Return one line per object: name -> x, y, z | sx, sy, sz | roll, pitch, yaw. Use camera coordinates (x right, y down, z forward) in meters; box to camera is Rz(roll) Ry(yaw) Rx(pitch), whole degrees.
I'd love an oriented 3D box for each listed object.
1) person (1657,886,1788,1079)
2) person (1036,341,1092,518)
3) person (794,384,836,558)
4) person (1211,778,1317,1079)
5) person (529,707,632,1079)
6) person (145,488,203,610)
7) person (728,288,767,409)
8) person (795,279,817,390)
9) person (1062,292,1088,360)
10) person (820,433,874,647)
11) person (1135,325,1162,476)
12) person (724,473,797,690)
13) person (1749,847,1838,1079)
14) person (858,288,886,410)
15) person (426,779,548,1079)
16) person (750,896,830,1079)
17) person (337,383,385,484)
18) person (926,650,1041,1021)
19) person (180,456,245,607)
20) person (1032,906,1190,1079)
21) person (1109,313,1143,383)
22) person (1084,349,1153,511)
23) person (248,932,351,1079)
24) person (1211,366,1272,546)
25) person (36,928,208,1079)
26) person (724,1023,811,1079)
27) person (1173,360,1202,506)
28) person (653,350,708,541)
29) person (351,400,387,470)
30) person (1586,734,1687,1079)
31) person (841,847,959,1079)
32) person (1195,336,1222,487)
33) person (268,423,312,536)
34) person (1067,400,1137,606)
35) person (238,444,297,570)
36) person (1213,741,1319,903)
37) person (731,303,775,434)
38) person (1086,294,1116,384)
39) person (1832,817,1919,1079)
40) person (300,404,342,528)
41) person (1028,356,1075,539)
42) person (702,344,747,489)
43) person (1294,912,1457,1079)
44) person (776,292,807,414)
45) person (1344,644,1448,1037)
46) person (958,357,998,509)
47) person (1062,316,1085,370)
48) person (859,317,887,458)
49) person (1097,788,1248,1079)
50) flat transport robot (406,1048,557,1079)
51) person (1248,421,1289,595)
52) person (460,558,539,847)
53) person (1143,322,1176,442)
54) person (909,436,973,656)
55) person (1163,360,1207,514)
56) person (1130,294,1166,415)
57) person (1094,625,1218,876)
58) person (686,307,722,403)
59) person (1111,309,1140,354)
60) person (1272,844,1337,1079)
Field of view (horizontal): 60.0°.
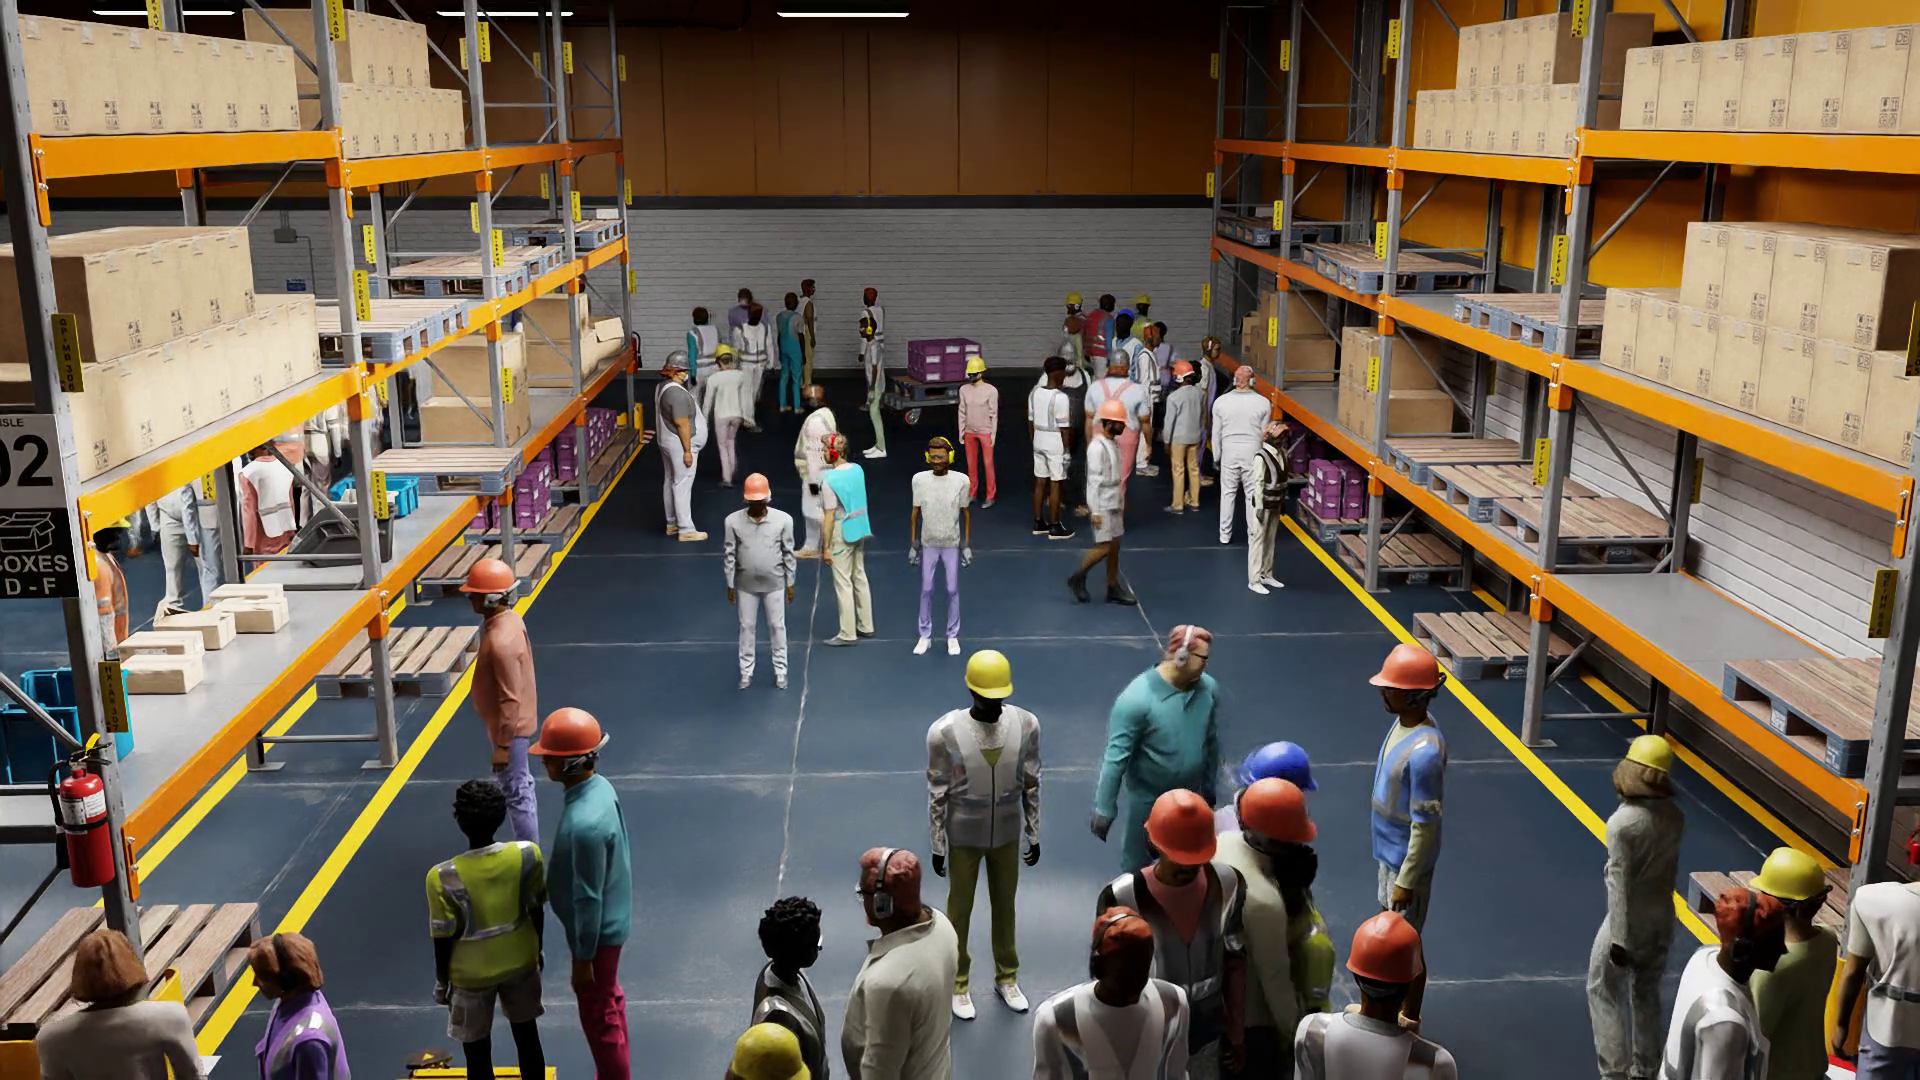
person -> 2.627, 2.088, 5.862 | 0.355, 1.877, 0.577 | 5, 15, 20
person -> 1.256, -1.278, 18.735 | 0.678, 2.000, 1.009 | -10, 17, -34
person -> -1.399, -0.677, 16.810 | 0.639, 1.824, 0.632 | 1, 14, 6
person -> 1.131, 1.846, 6.653 | 0.436, 1.963, 0.661 | -2, 14, -7
person -> -1.623, 1.680, 7.246 | 0.397, 1.989, 0.618 | -3, 15, -11
person -> -6.777, -0.151, 14.590 | 0.641, 1.905, 0.401 | -6, 16, -23
person -> -3.241, -2.878, 25.322 | 0.636, 1.888, 1.004 | 1, 14, 5
person -> -2.521, -3.348, 27.250 | 0.373, 1.843, 0.572 | -6, 16, -24
person -> 1.759, -2.880, 25.455 | 0.403, 1.826, 0.593 | -2, 14, -9
person -> -0.977, -0.001, 14.155 | 0.406, 1.831, 0.578 | 7, 16, 26
person -> 2.368, -1.760, 20.937 | 0.341, 1.883, 0.587 | 2, 15, 10
person -> -1.566, 0.325, 13.039 | 0.570, 1.743, 0.351 | -1, 14, -2
person -> 3.120, 2.017, 6.375 | 0.525, 1.754, 0.341 | -11, 18, -37
person -> -1.352, -2.926, 25.518 | 0.354, 1.883, 0.573 | 9, 17, 31
person -> -2.024, 1.838, 7.185 | 0.538, 1.699, 0.317 | -12, 18, -38
person -> -0.638, 2.108, 6.146 | 0.319, 1.694, 0.532 | -1, 14, -3
person -> -6.830, -1.250, 18.873 | 0.854, 1.924, 0.608 | 6, 15, 22
person -> 0.128, 1.454, 8.260 | 0.586, 1.920, 0.396 | -4, 15, -16
person -> -6.419, -0.094, 14.362 | 0.396, 1.908, 0.600 | 9, 17, 31
person -> 0.514, 2.123, 5.719 | 0.576, 1.876, 0.351 | -5, 15, -17
person -> 2.171, -2.029, 21.932 | 0.380, 1.916, 0.596 | -9, 17, -31
person -> 1.763, -1.114, 18.092 | 0.708, 2.000, 1.014 | 7, 16, 25
person -> -2.344, 2.169, 6.023 | 0.313, 1.631, 0.524 | -8, 16, -28
person -> 2.959, -0.877, 17.443 | 0.639, 1.902, 0.407 | 5, 15, 17
person -> -3.027, 2.151, 6.102 | 0.532, 1.618, 0.499 | -5, 15, -20
person -> -0.593, 2.310, 5.258 | 0.321, 1.737, 0.484 | 10, 18, 36
person -> 2.647, -1.238, 19.265 | 0.320, 1.695, 0.537 | 0, 14, -1
person -> -2.956, -1.021, 17.726 | 0.537, 2.000, 0.679 | -8, 16, -29
person -> -7.571, -1.870, 21.177 | 0.618, 1.986, 0.408 | 3, 15, 13
person -> 3.093, 1.734, 7.579 | 0.505, 1.701, 0.465 | -7, 16, -25
person -> -0.231, 2.020, 6.087 | 0.402, 1.896, 0.652 | 4, 15, 15
person -> 2.987, -1.568, 20.285 | 0.344, 1.839, 0.510 | 2, 14, 8
person -> -6.958, -0.849, 17.199 | 0.367, 1.966, 0.605 | 4, 15, 14
person -> 1.337, -0.329, 15.234 | 0.554, 1.924, 0.603 | 7, 16, 27
person -> -5.870, -0.049, 14.183 | 0.398, 1.909, 0.599 | 4, 15, 14
person -> 1.257, 1.763, 7.015 | 0.454, 1.927, 0.617 | -6, 15, -22
person -> -3.007, -2.505, 23.980 | 0.572, 1.844, 0.926 | -9, 17, -33
person -> 2.135, -2.819, 25.256 | 0.452, 1.814, 0.647 | -7, 16, -27
person -> 3.722, 1.947, 6.483 | 0.563, 1.838, 0.388 | 6, 16, 23
person -> -6.909, -0.974, 17.807 | 0.592, 1.911, 0.398 | 0, 14, 1
person -> 0.983, -0.994, 17.766 | 0.361, 1.964, 0.616 | -10, 17, -34
person -> -2.888, -1.505, 20.211 | 0.560, 1.742, 0.533 | -12, 18, -38
person -> 1.360, 2.148, 5.518 | 0.543, 1.929, 0.385 | 10, 17, 34
person -> -2.559, -2.838, 25.284 | 0.502, 1.837, 0.341 | 9, 17, 31
person -> 2.090, 1.477, 7.918 | 0.371, 2.044, 0.608 | 1, 14, 4
person -> 0.203, -1.233, 19.131 | 0.519, 1.758, 0.346 | 8, 16, 29
person -> 1.632, -2.443, 24.161 | 0.480, 1.616, 0.575 | -3, 15, -11
person -> -1.152, -2.023, 22.028 | 0.337, 1.861, 0.512 | -1, 14, -6
person -> 0.821, 1.886, 6.340 | 0.613, 2.032, 0.411 | -4, 15, -16
flat transport robot -> -2.183, 2.606, 7.016 | 0.652, 0.197, 1.431 | 0, 14, -1
person -> 2.927, -0.317, 15.766 | 0.312, 1.640, 0.512 | 11, 18, 37
person -> -2.631, 1.071, 9.604 | 0.379, 1.996, 0.609 | -3, 15, -12
person -> 2.752, -2.212, 23.180 | 0.534, 1.654, 0.890 | -6, 15, -21
person -> -0.162, 0.049, 13.872 | 0.535, 1.868, 0.309 | 1, 14, 4
person -> 2.534, -1.171, 18.914 | 0.575, 1.743, 0.353 | -9, 17, -31
person -> 2.720, -2.693, 24.638 | 0.581, 1.874, 0.925 | 11, 18, 36
person -> 1.043, 1.357, 8.721 | 0.799, 1.890, 0.400 | -9, 17, -31
person -> -3.626, -2.415, 23.730 | 0.945, 1.806, 0.633 | 12, 19, 40
person -> 2.186, -2.102, 22.149 | 0.380, 1.951, 0.605 | -7, 16, -25
person -> 1.313, 1.969, 6.695 | 0.320, 1.690, 0.535 | -4, 15, -14
